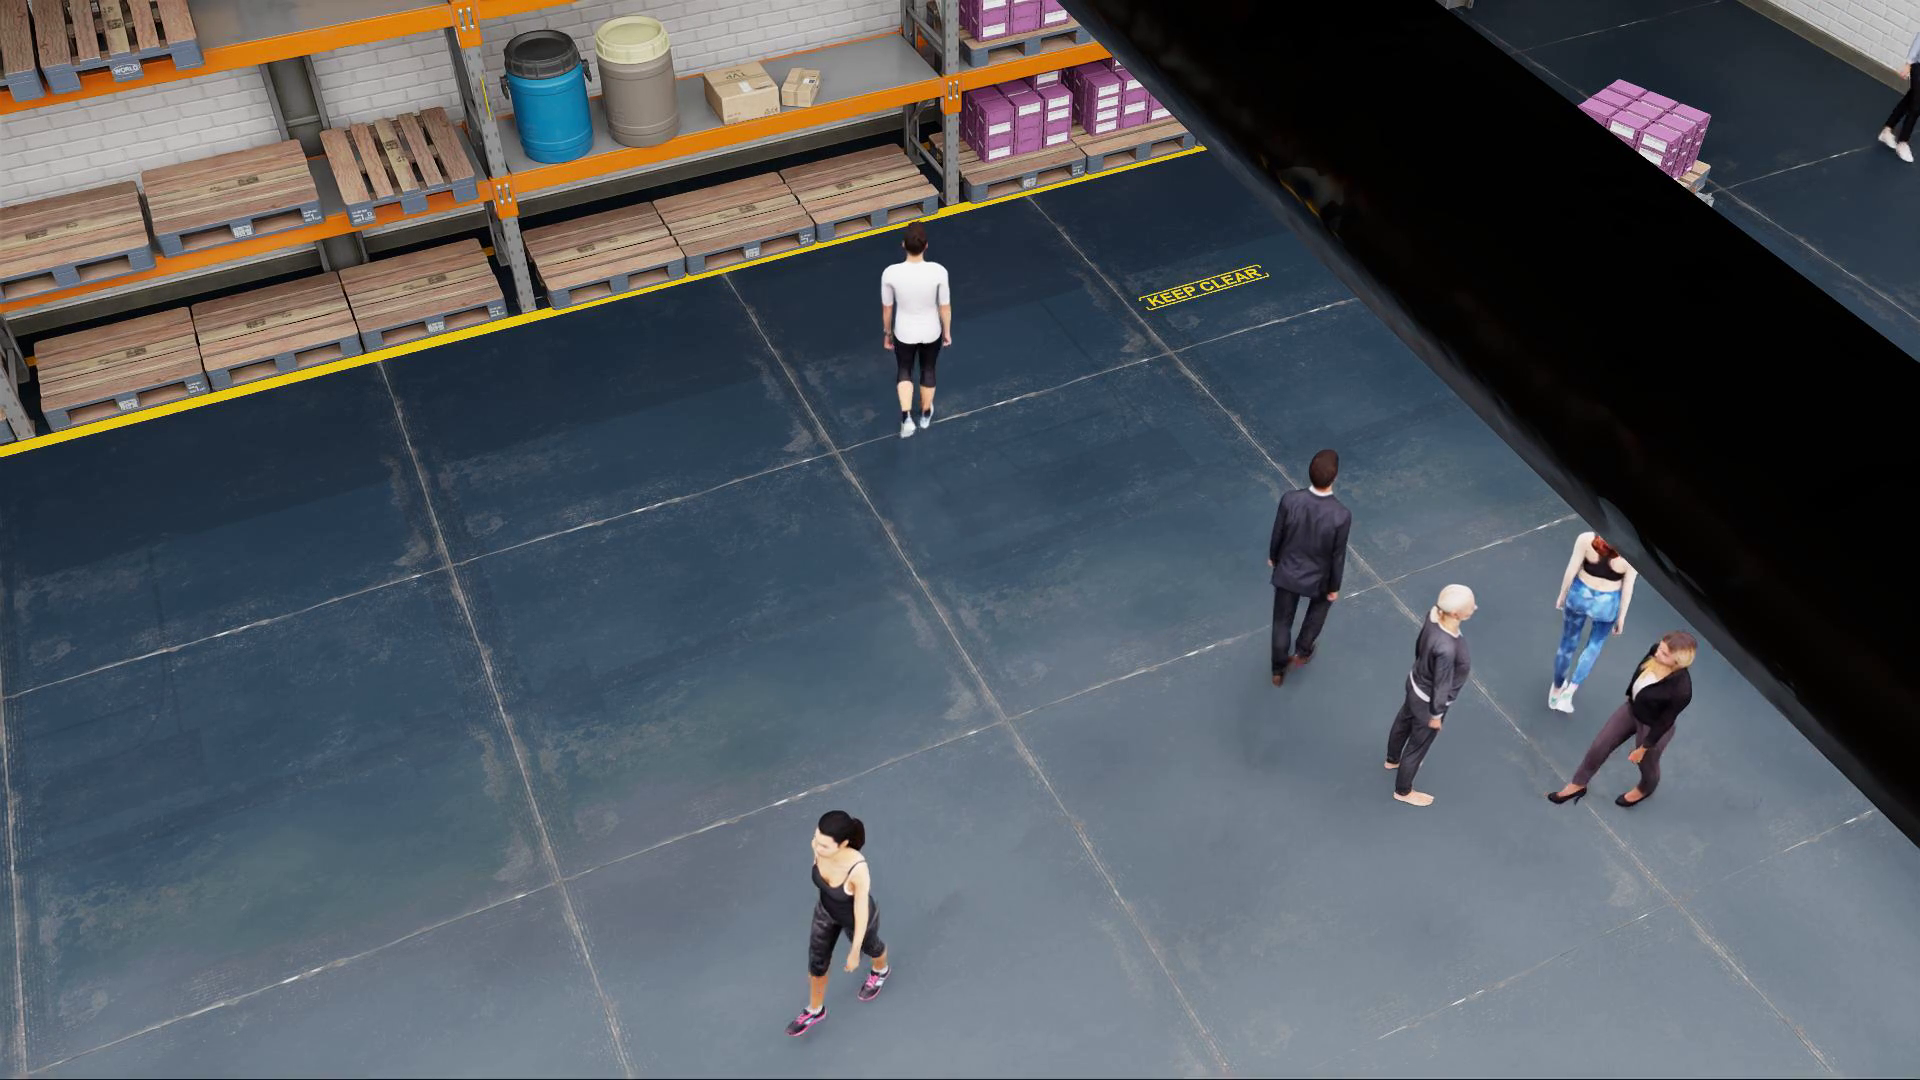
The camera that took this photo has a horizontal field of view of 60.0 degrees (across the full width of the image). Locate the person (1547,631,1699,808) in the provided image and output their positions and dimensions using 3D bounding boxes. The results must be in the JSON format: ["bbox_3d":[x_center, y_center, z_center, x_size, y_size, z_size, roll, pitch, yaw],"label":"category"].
[{"bbox_3d":[4.157,1.104,9.856,0.946,1.641,0.757,-5,44,-5],"label":"person"}]

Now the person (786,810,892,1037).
[{"bbox_3d":[-0.524,1.958,8.914,0.837,1.704,1.026,28,50,26],"label":"person"}]

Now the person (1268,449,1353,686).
[{"bbox_3d":[2.169,0.259,10.593,0.806,1.848,0.859,17,46,17],"label":"person"}]

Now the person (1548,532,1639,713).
[{"bbox_3d":[3.925,0.488,10.406,0.786,1.774,0.855,20,47,20],"label":"person"}]

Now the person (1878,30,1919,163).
[{"bbox_3d":[9.070,-4.489,15.686,0.755,1.696,0.752,-11,45,-11],"label":"person"}]

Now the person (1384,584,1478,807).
[{"bbox_3d":[2.820,0.895,10.014,0.671,1.726,0.680,0,44,0],"label":"person"}]

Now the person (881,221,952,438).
[{"bbox_3d":[-0.321,-1.515,12.464,0.961,1.836,0.955,1,44,1],"label":"person"}]
